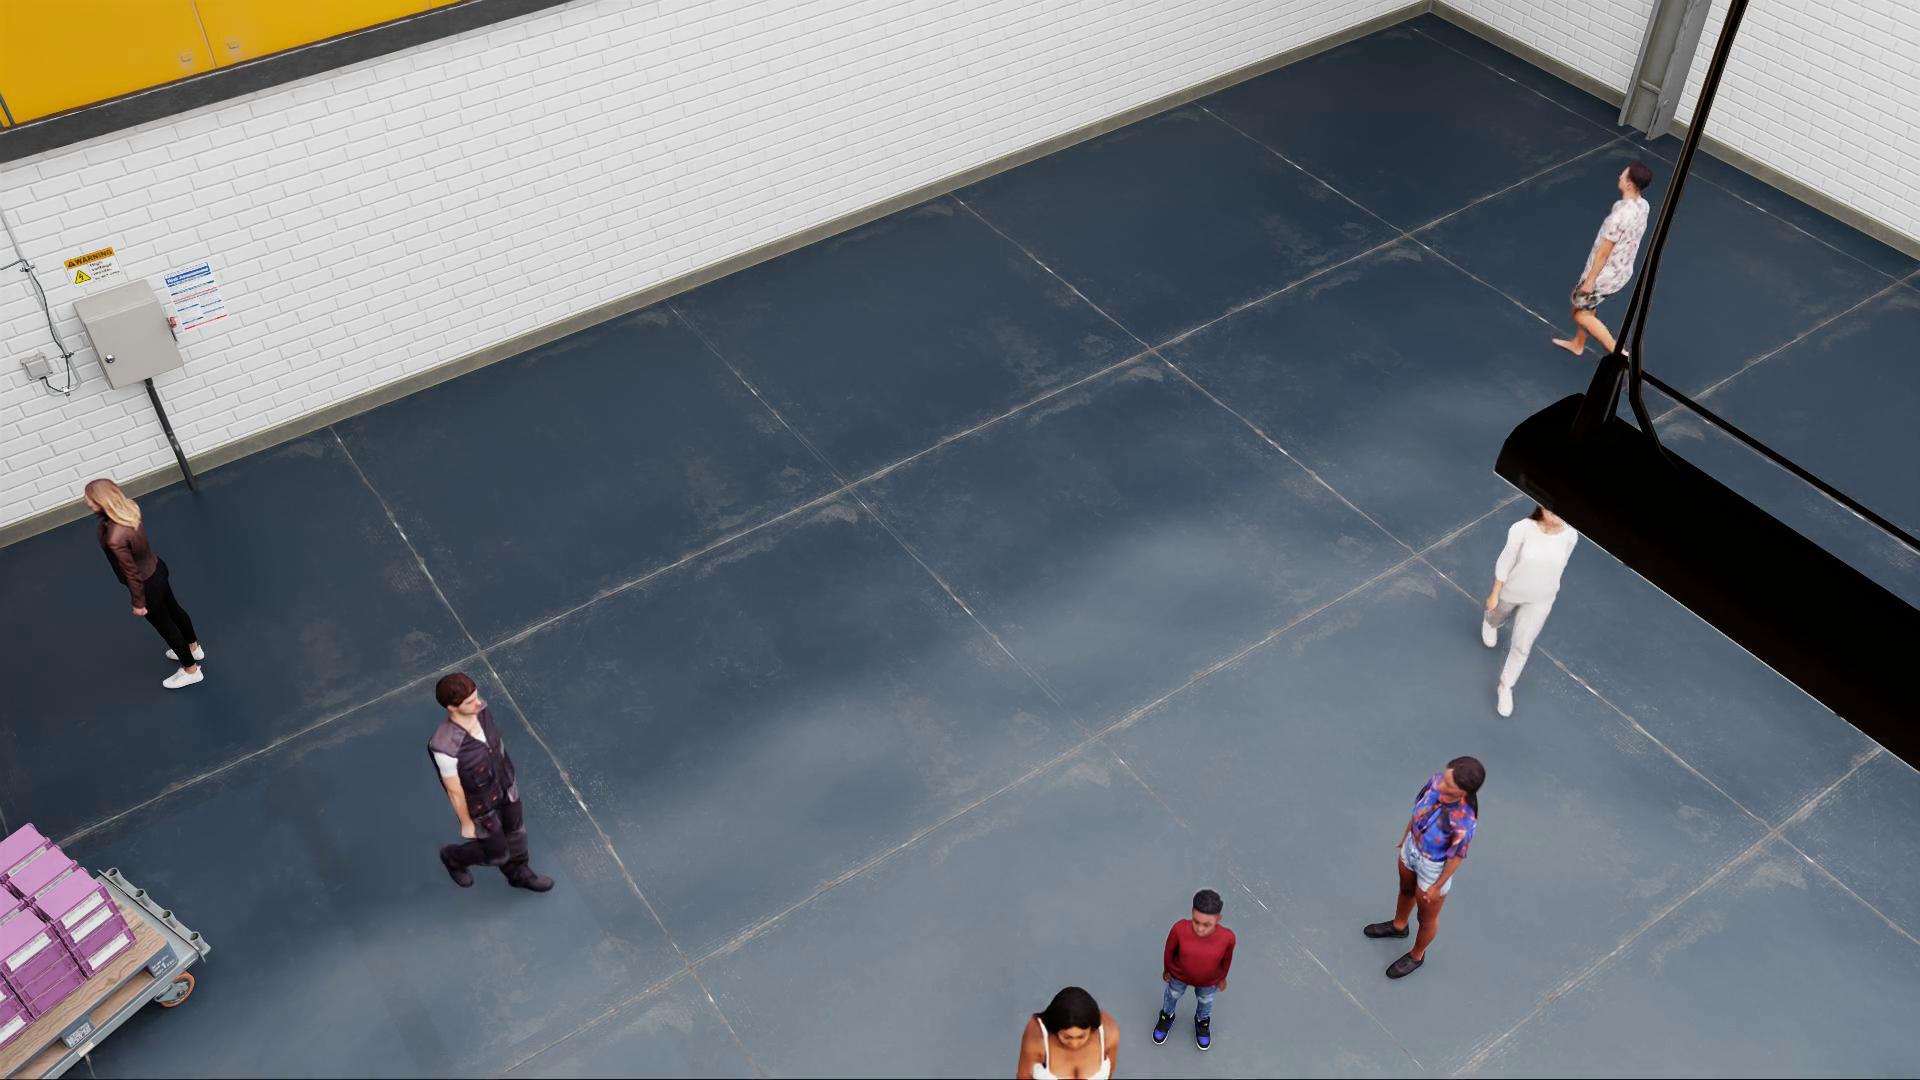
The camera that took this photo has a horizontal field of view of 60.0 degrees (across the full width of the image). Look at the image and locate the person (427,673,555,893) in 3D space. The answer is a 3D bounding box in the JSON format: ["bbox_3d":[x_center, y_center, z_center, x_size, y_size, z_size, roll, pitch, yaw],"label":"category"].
[{"bbox_3d":[-2.769,1.406,9.369,1.019,1.839,0.942,11,45,12],"label":"person"}]

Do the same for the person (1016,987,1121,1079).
[{"bbox_3d":[0.500,2.617,8.153,1.067,1.763,1.219,0,44,0],"label":"person"}]

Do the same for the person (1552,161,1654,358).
[{"bbox_3d":[5.162,-2.094,13.077,0.968,1.792,0.794,33,53,30],"label":"person"}]

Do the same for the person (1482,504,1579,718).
[{"bbox_3d":[3.603,0.274,10.689,1.046,1.658,1.120,6,44,6],"label":"person"}]

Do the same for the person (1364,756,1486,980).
[{"bbox_3d":[2.561,1.757,9.068,0.707,1.746,0.560,-12,45,-12],"label":"person"}]

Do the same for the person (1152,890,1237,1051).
[{"bbox_3d":[1.261,2.278,8.877,0.577,1.256,0.640,8,44,8],"label":"person"}]

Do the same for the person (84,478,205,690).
[{"bbox_3d":[-5.209,0.259,10.671,0.729,1.705,0.577,-9,44,-9],"label":"person"}]
